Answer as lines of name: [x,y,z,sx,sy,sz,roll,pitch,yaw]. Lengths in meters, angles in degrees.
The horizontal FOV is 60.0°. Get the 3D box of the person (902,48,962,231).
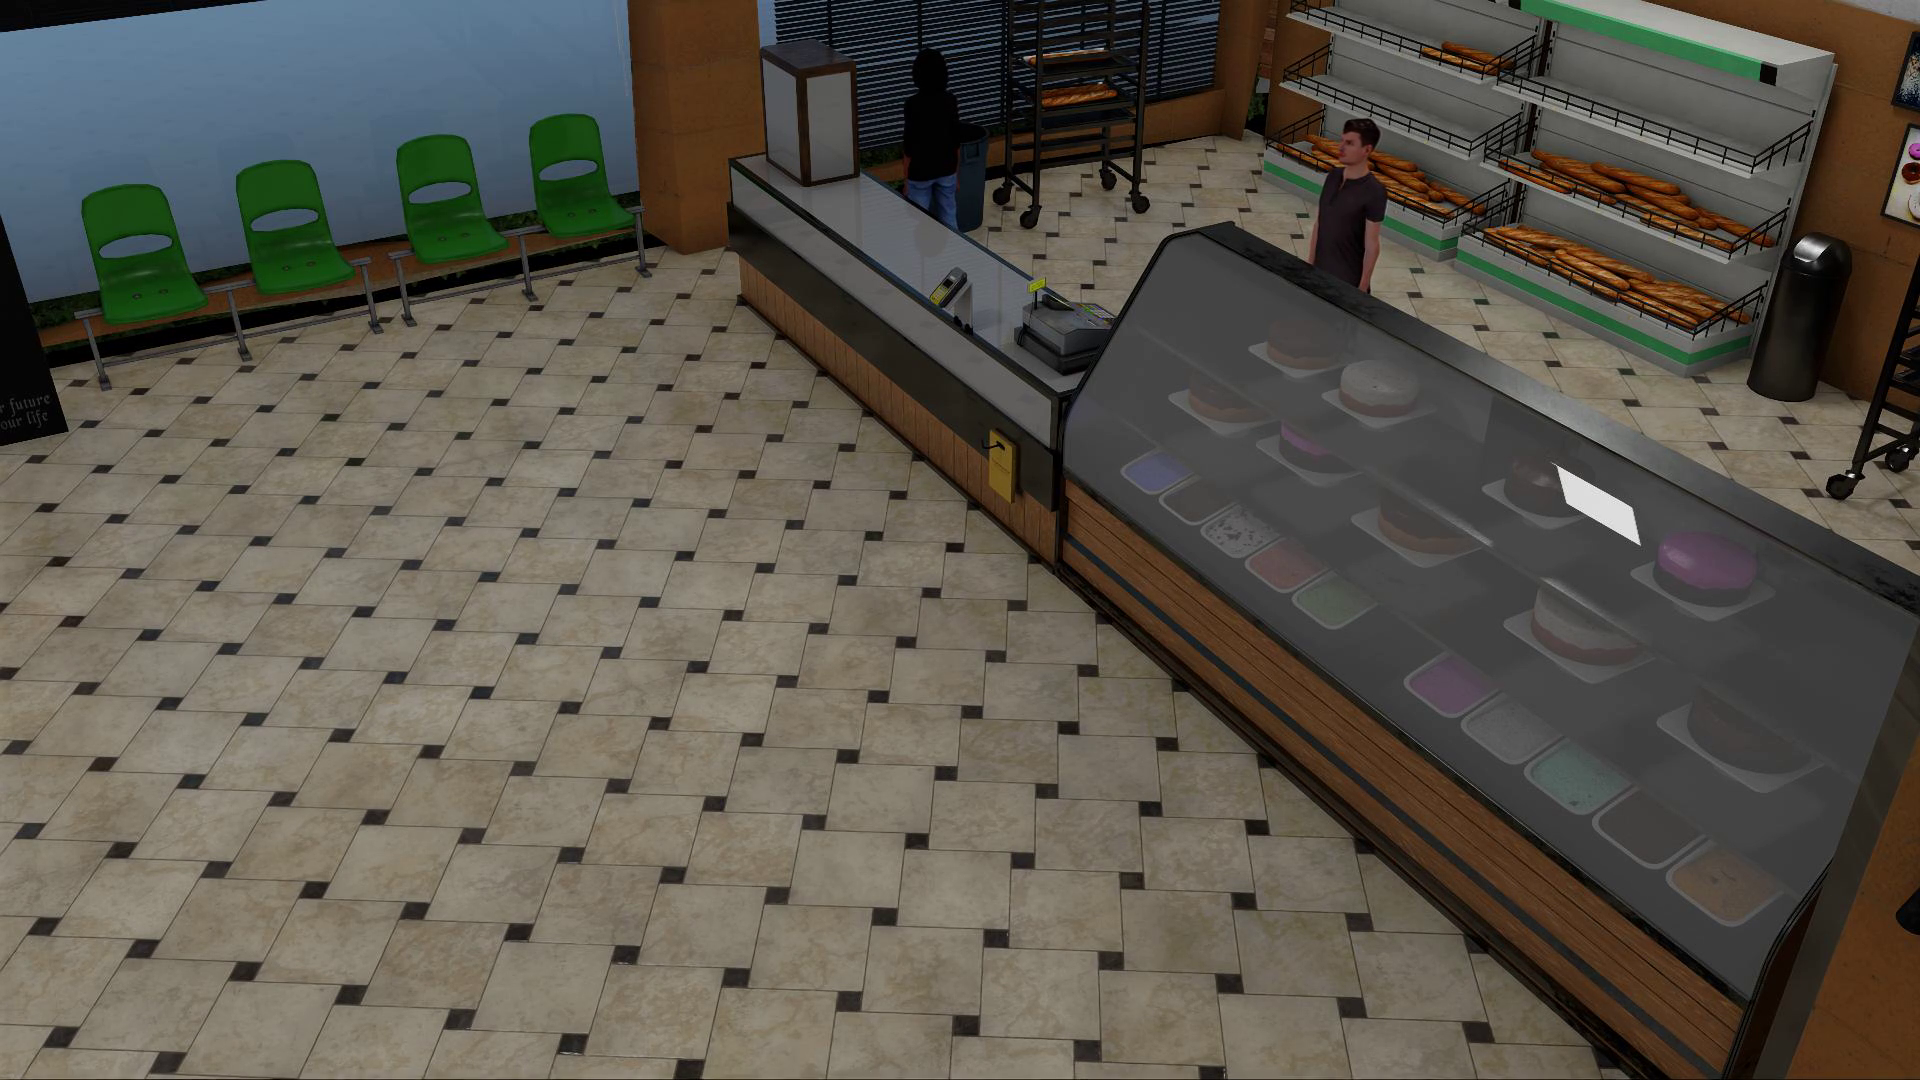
person: [-0.188,-2.395,10.985,0.519,1.701,0.660,-11,34,-18]

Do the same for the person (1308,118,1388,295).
person: [2.143,-1.460,9.337,0.524,1.853,0.631,-17,36,-25]
